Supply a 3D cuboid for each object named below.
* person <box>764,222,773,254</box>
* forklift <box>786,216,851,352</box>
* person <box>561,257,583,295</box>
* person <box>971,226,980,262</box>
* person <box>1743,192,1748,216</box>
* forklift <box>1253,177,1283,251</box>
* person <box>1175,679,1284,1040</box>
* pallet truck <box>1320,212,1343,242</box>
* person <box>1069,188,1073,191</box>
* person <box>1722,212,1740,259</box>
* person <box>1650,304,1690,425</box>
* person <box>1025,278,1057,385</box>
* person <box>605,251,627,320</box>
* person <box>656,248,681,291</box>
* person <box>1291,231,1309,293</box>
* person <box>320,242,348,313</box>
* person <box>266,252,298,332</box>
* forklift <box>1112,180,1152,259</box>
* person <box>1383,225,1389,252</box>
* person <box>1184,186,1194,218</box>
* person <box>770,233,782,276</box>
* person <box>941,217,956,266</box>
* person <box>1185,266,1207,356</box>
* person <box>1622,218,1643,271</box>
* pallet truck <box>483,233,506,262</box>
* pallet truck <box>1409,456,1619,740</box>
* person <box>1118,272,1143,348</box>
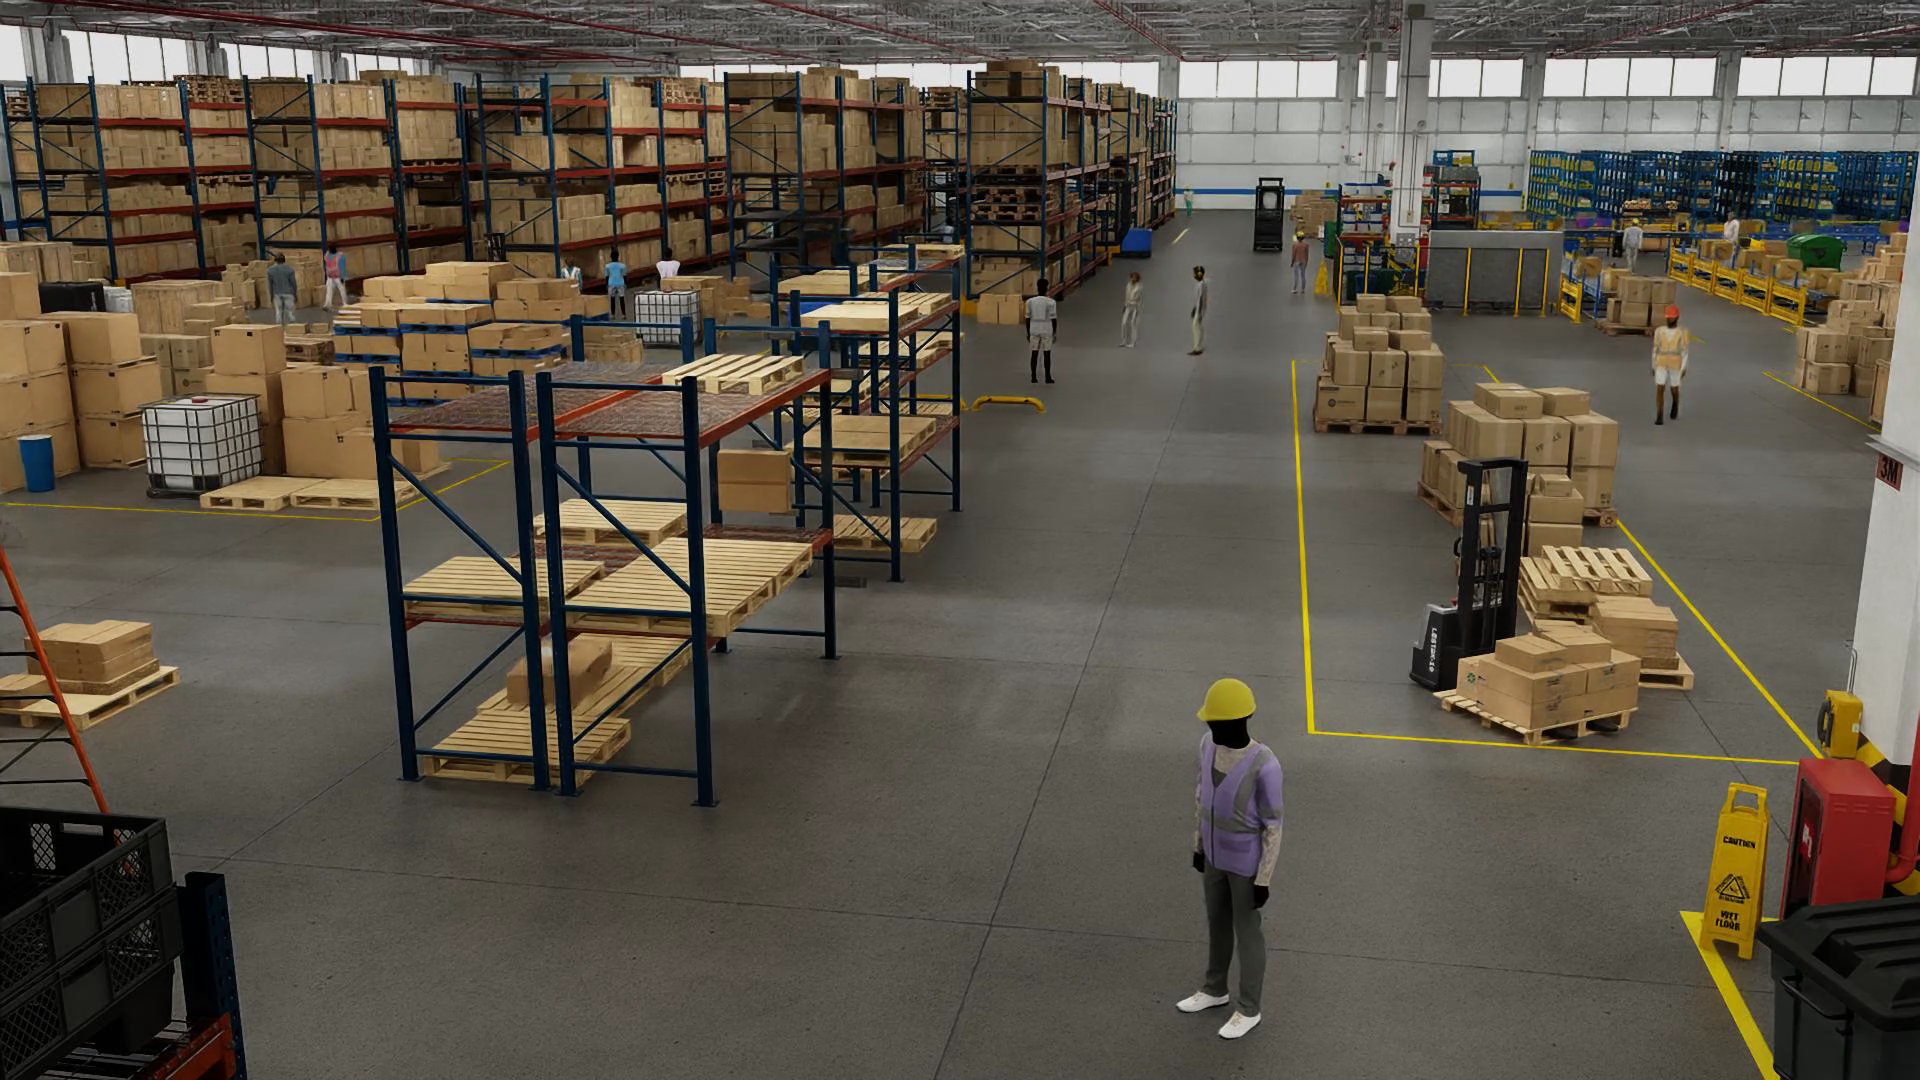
[{"bbox_3d":[-7.185,-11.646,63.076,0.494,1.624,0.279,-3,14,-11],"label":"person"},{"bbox_3d":[-2.993,-5.504,35.551,1.129,2.768,1.873,3,14,10],"label":"forklift"},{"bbox_3d":[-9.381,-6.027,40.250,0.527,1.628,0.314,1,14,3],"label":"person"},{"bbox_3d":[0.565,-10.482,57.575,0.442,2.008,0.643,0,14,1],"label":"person"},{"bbox_3d":[37.706,-15.864,79.766,0.587,1.835,0.404,-6,15,-22],"label":"person"},{"bbox_3d":[12.083,-12.747,64.956,1.129,2.768,1.873,3,14,10],"label":"forklift"},{"bbox_3d":[1.396,1.628,8.573,0.391,1.919,0.589,-8,16,-29],"label":"person"},{"bbox_3d":[15.874,-13.227,70.310,0.680,1.201,1.601,10,17,35],"label":"pallet truck"},{"bbox_3d":[5.397,-16.458,82.042,0.624,1.900,1.111,3,14,12],"label":"person"},{"bbox_3d":[26.458,-10.318,57.121,0.642,1.891,0.662,-6,15,-22],"label":"person"},{"bbox_3d":[11.317,-2.799,26.537,0.547,1.926,0.505,9,17,33],"label":"person"},{"bbox_3d":[1.506,-3.833,30.645,0.614,1.964,0.361,5,15,20],"label":"person"},{"bbox_3d":[-8.530,-6.318,41.289,0.532,1.697,0.320,-2,14,-7],"label":"person"},{"bbox_3d":[-6.898,-5.967,39.458,0.602,1.905,0.410,0,14,-1],"label":"person"},{"bbox_3d":[9.824,-8.040,48.139,0.533,1.767,0.312,-4,14,-15],"label":"person"},{"bbox_3d":[-16.165,-6.768,42.909,0.657,1.791,0.941,4,14,15],"label":"person"},{"bbox_3d":[-15.276,-5.518,37.543,0.627,1.941,0.371,-2,14,-10],"label":"person"},{"bbox_3d":[6.082,-11.722,60.796,1.873,2.768,1.129,2,14,9],"label":"forklift"},{"bbox_3d":[14.402,-9.880,55.904,0.283,1.624,0.494,-9,16,-33],"label":"person"},{"bbox_3d":[12.351,-18.273,89.822,0.541,1.701,1.003,3,14,11],"label":"person"},{"bbox_3d":[-5.488,-8.706,50.520,0.558,1.926,0.630,3,14,12],"label":"person"},{"bbox_3d":[-0.390,-10.326,57.593,0.539,1.676,0.566,1,14,6],"label":"person"},{"bbox_3d":[4.943,-4.780,34.738,0.406,1.858,0.543,3,14,11],"label":"person"},{"bbox_3d":[22.137,-9.690,54.760,0.585,1.812,0.805,5,15,19],"label":"person"},{"bbox_3d":[-11.832,-7.026,43.548,1.885,1.965,0.823,8,16,28],"label":"pallet truck"},{"bbox_3d":[4.504,0.400,13.395,0.823,1.965,1.885,-6,15,-23],"label":"pallet truck"},{"bbox_3d":[3.721,-4.987,36.016,0.530,1.624,0.393,13,19,42],"label":"person"}]
